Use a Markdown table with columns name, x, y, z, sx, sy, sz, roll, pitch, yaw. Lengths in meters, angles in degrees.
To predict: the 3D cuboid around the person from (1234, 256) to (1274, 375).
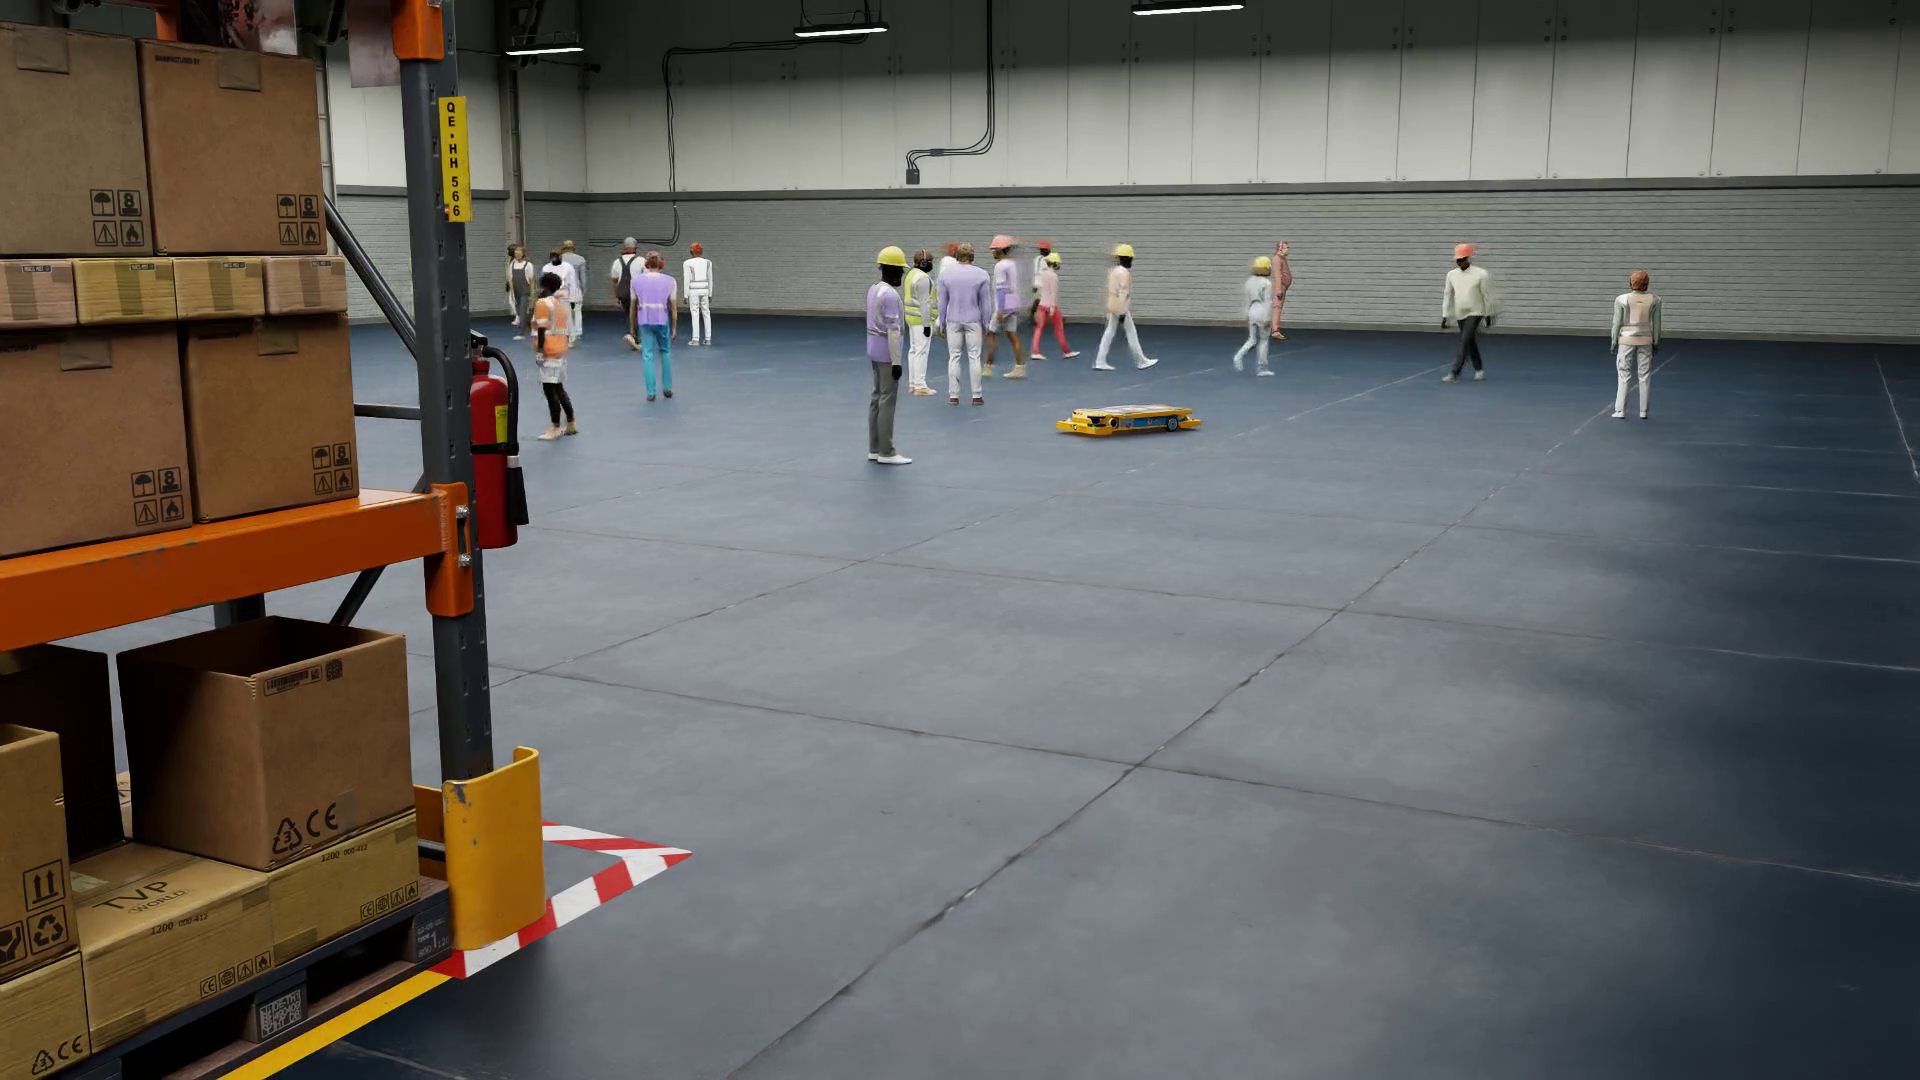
| name | x | y | z | sx | sy | sz | roll | pitch | yaw |
| --- | --- | --- | --- | --- | --- | --- | --- | --- | --- |
| person | 4.268 | -3.216 | 23.938 | 0.572 | 1.725 | 0.496 | -6 | 12 | -32 |

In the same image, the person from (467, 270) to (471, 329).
| name | x | y | z | sx | sy | sz | roll | pitch | yaw |
| --- | --- | --- | --- | --- | --- | --- | --- | --- | --- |
| person | -5.471 | -2.228 | 18.345 | 0.849 | 1.796 | 0.610 | -1 | 10 | -6 |

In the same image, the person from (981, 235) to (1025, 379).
| name | x | y | z | sx | sy | sz | roll | pitch | yaw |
| --- | --- | --- | --- | --- | --- | --- | --- | --- | --- |
| person | 0.527 | -3.263 | 23.422 | 0.893 | 2.005 | 0.636 | 4 | 11 | 22 |

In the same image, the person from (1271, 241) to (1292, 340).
| name | x | y | z | sx | sy | sz | roll | pitch | yaw |
| --- | --- | --- | --- | --- | --- | --- | --- | --- | --- |
| person | 6.257 | -4.865 | 32.437 | 0.407 | 1.910 | 0.639 | 2 | 11 | 11 |

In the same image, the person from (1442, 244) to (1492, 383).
| name | x | y | z | sx | sy | sz | roll | pitch | yaw |
| --- | --- | --- | --- | --- | --- | --- | --- | --- | --- |
| person | 7.065 | -3.148 | 23.108 | 1.096 | 1.912 | 0.624 | -9 | 14 | -42 |

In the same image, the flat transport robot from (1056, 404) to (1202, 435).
| name | x | y | z | sx | sy | sz | roll | pitch | yaw |
| --- | --- | --- | --- | --- | --- | --- | --- | --- | --- |
| flat transport robot | 1.755 | -1.259 | 17.237 | 1.431 | 0.197 | 0.652 | -7 | 13 | -34 |

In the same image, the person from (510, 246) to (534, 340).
| name | x | y | z | sx | sy | sz | roll | pitch | yaw |
| --- | --- | --- | --- | --- | --- | --- | --- | --- | --- |
| person | -8.476 | -4.800 | 32.329 | 0.511 | 1.825 | 0.775 | 4 | 11 | 21 |

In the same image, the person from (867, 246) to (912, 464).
| name | x | y | z | sx | sy | sz | roll | pitch | yaw |
| --- | --- | --- | --- | --- | --- | --- | --- | --- | --- |
| person | -0.629 | -1.636 | 14.784 | 0.386 | 1.922 | 0.594 | -4 | 11 | -20 |

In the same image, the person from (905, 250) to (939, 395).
| name | x | y | z | sx | sy | sz | roll | pitch | yaw |
| --- | --- | --- | --- | --- | --- | --- | --- | --- | --- |
| person | -0.480 | -2.754 | 21.136 | 0.428 | 1.836 | 0.627 | -3 | 11 | -17 |

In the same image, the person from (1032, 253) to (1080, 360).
| name | x | y | z | sx | sy | sz | roll | pitch | yaw |
| --- | --- | --- | --- | --- | --- | --- | --- | --- | --- |
| person | 1.546 | -3.798 | 27.093 | 0.871 | 1.724 | 0.536 | -5 | 12 | -25 |

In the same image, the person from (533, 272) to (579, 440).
| name | x | y | z | sx | sy | sz | roll | pitch | yaw |
| --- | --- | --- | --- | --- | --- | --- | --- | --- | --- |
| person | -4.033 | -1.823 | 16.539 | 0.354 | 1.666 | 0.612 | 1 | 10 | 5 |

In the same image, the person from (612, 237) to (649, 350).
| name | x | y | z | sx | sy | sz | roll | pitch | yaw |
| --- | --- | --- | --- | --- | --- | --- | --- | --- | --- |
| person | -5.790 | -4.332 | 29.165 | 0.700 | 2.000 | 0.855 | 4 | 11 | 19 |

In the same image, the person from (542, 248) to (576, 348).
| name | x | y | z | sx | sy | sz | roll | pitch | yaw |
| --- | --- | --- | --- | --- | --- | --- | --- | --- | --- |
| person | -7.108 | -4.287 | 29.570 | 0.631 | 1.806 | 0.917 | 1 | 10 | 8 |

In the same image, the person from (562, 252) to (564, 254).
| name | x | y | z | sx | sy | sz | roll | pitch | yaw |
| --- | --- | --- | --- | --- | --- | --- | --- | --- | --- |
| person | -8.318 | -5.136 | 34.503 | 0.545 | 1.684 | 0.545 | 8 | 13 | 39 |

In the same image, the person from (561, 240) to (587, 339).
| name | x | y | z | sx | sy | sz | roll | pitch | yaw |
| --- | --- | --- | --- | --- | --- | --- | --- | --- | --- |
| person | -7.594 | -4.880 | 32.443 | 0.631 | 1.938 | 0.356 | -1 | 10 | -4 |

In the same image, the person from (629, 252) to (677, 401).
| name | x | y | z | sx | sy | sz | roll | pitch | yaw |
| --- | --- | --- | --- | --- | --- | --- | --- | --- | --- |
| person | -3.789 | -2.642 | 20.593 | 0.595 | 1.809 | 0.866 | -2 | 11 | -9 |

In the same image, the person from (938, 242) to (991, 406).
| name | x | y | z | sx | sy | sz | roll | pitch | yaw |
| --- | --- | --- | --- | --- | --- | --- | --- | --- | --- |
| person | 0.053 | -2.562 | 19.799 | 0.633 | 1.936 | 0.355 | 1 | 10 | 7 |

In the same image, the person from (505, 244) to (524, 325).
| name | x | y | z | sx | sy | sz | roll | pitch | yaw |
| --- | --- | --- | --- | --- | --- | --- | --- | --- | --- |
| person | -10.057 | -5.759 | 37.551 | 0.518 | 1.816 | 0.647 | -6 | 12 | -31 |

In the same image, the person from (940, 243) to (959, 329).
| name | x | y | z | sx | sy | sz | roll | pitch | yaw |
| --- | --- | --- | --- | --- | --- | --- | --- | --- | --- |
| person | -0.107 | -5.253 | 34.681 | 0.665 | 1.853 | 0.987 | -1 | 10 | -3 |

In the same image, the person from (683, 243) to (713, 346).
| name | x | y | z | sx | sy | sz | roll | pitch | yaw |
| --- | --- | --- | --- | --- | --- | --- | --- | --- | --- |
| person | -4.822 | -4.520 | 30.623 | 0.574 | 1.883 | 0.360 | -7 | 12 | -33 |

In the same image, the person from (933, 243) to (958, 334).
| name | x | y | z | sx | sy | sz | roll | pitch | yaw |
| --- | --- | --- | --- | --- | --- | --- | --- | --- | --- |
| person | -0.283 | -5.058 | 33.617 | 0.684 | 1.863 | 0.590 | -5 | 11 | -25 |

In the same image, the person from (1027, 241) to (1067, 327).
| name | x | y | z | sx | sy | sz | roll | pitch | yaw |
| --- | --- | --- | --- | --- | --- | --- | --- | --- | --- |
| person | 1.909 | -5.669 | 36.882 | 0.947 | 1.889 | 0.556 | -1 | 10 | -5 |

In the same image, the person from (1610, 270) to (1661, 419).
| name | x | y | z | sx | sy | sz | roll | pitch | yaw |
| --- | --- | --- | --- | --- | --- | --- | --- | --- | --- |
| person | 7.448 | -2.148 | 18.351 | 0.524 | 1.639 | 0.308 | 1 | 10 | 7 |

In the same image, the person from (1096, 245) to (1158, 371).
| name | x | y | z | sx | sy | sz | roll | pitch | yaw |
| --- | --- | --- | --- | --- | --- | --- | --- | --- | --- |
| person | 2.473 | -3.467 | 24.894 | 0.974 | 1.870 | 0.609 | -2 | 11 | -13 |
